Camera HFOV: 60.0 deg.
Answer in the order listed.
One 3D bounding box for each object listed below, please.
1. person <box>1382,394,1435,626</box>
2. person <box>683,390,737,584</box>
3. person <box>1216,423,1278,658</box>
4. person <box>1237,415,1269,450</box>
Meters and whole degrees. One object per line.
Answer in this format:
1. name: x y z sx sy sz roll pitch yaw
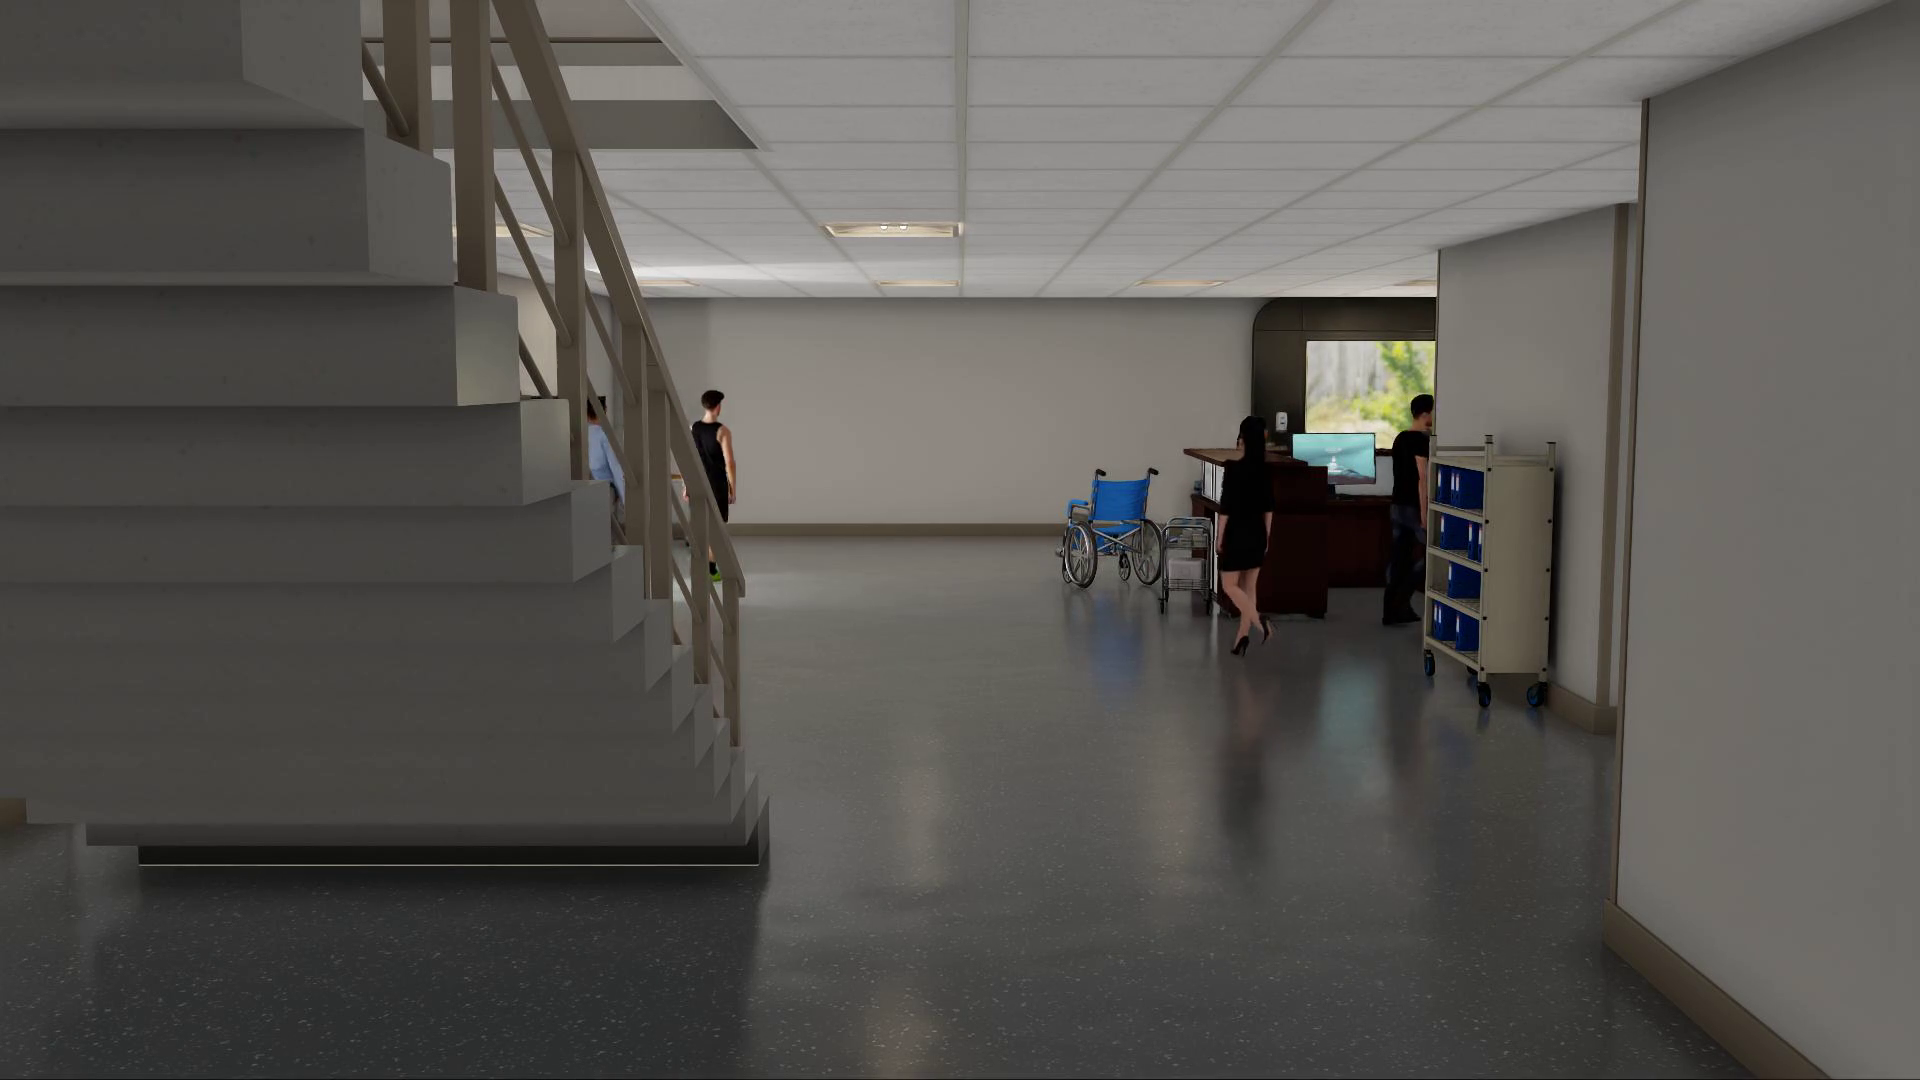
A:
1. person: 3.568 -0.224 13.373 0.939 1.874 0.718 -2 6 -20
2. person: -2.471 -0.507 16.133 0.837 1.884 0.862 2 6 21
3. person: 2.063 0.028 11.820 0.793 1.683 0.926 -3 6 -25
4. person: 3.014 -0.480 17.272 0.831 1.603 0.926 -2 6 -15
